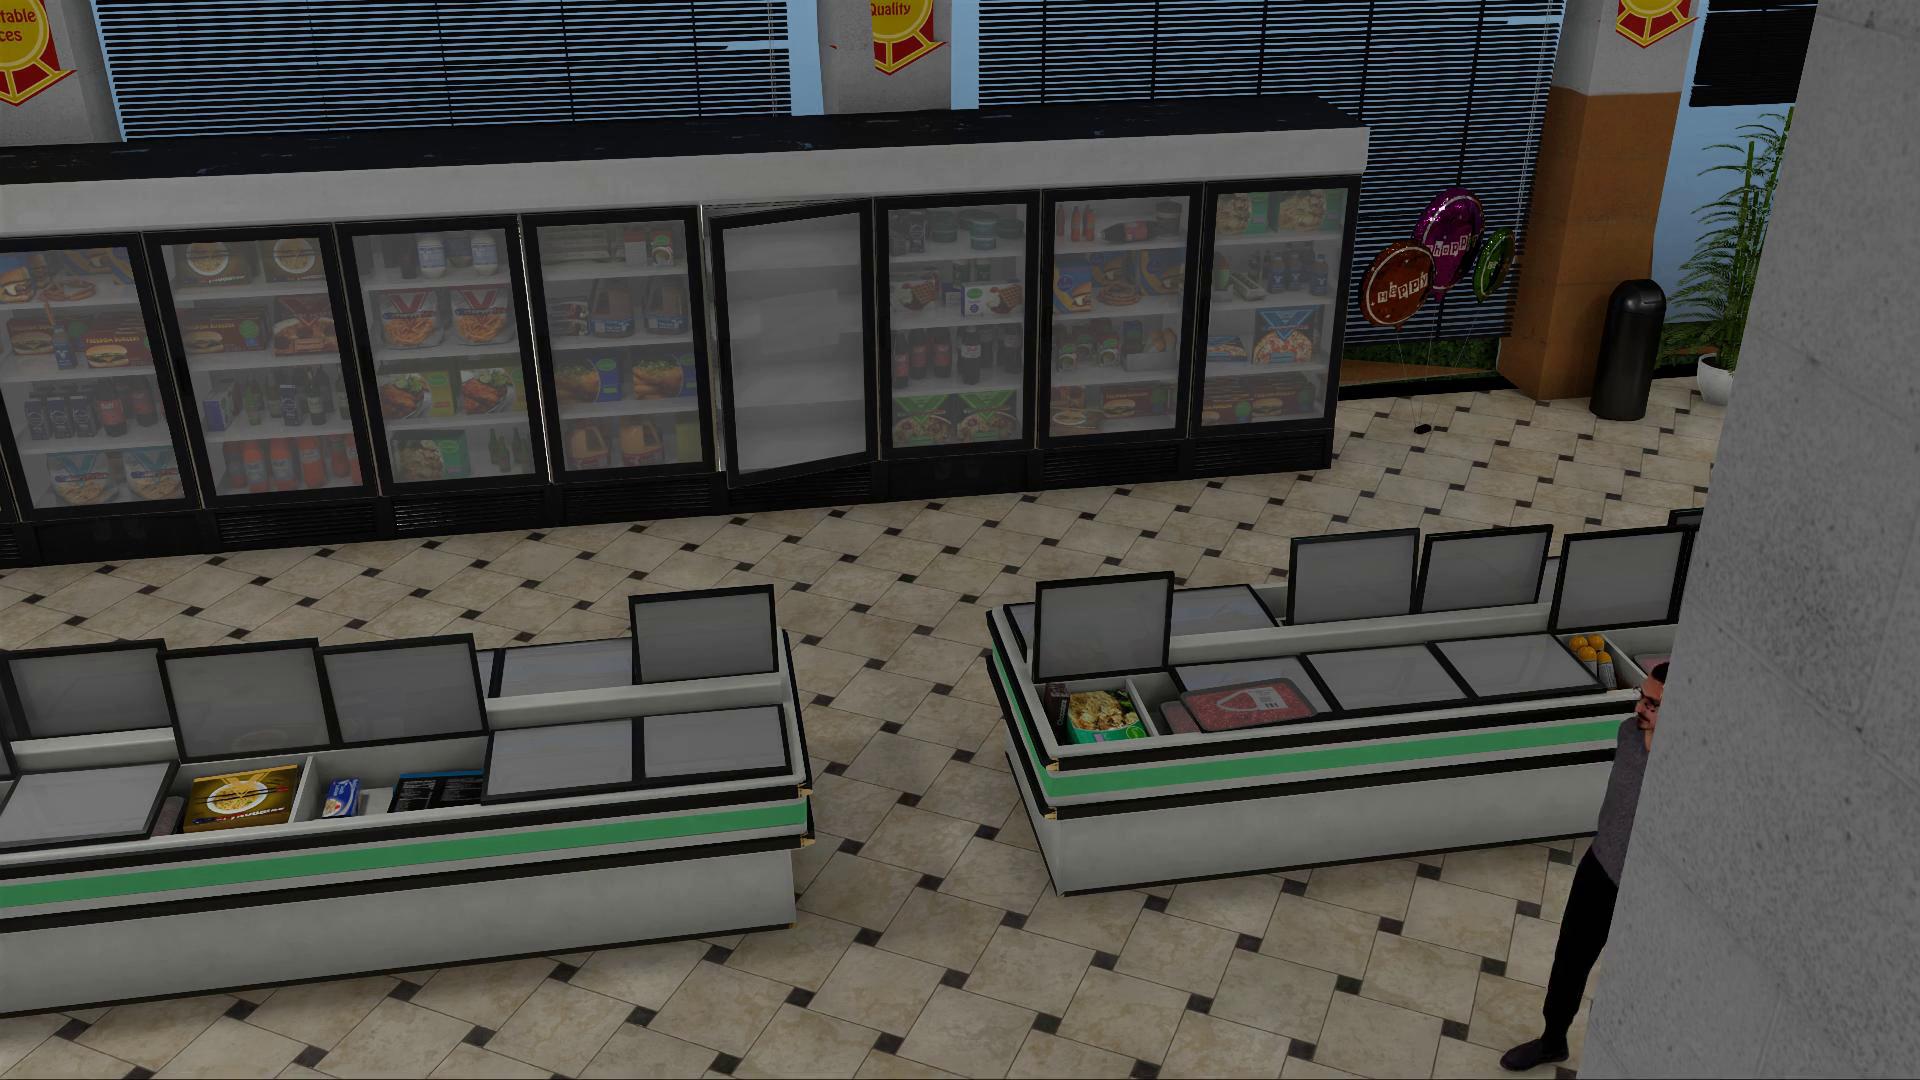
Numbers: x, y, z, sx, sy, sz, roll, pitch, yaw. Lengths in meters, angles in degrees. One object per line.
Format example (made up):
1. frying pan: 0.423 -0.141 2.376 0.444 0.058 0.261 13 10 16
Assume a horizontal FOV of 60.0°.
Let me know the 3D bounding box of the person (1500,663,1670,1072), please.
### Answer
1. person: 2.490 1.208 5.963 1.104 1.732 0.752 -10 28 -18
